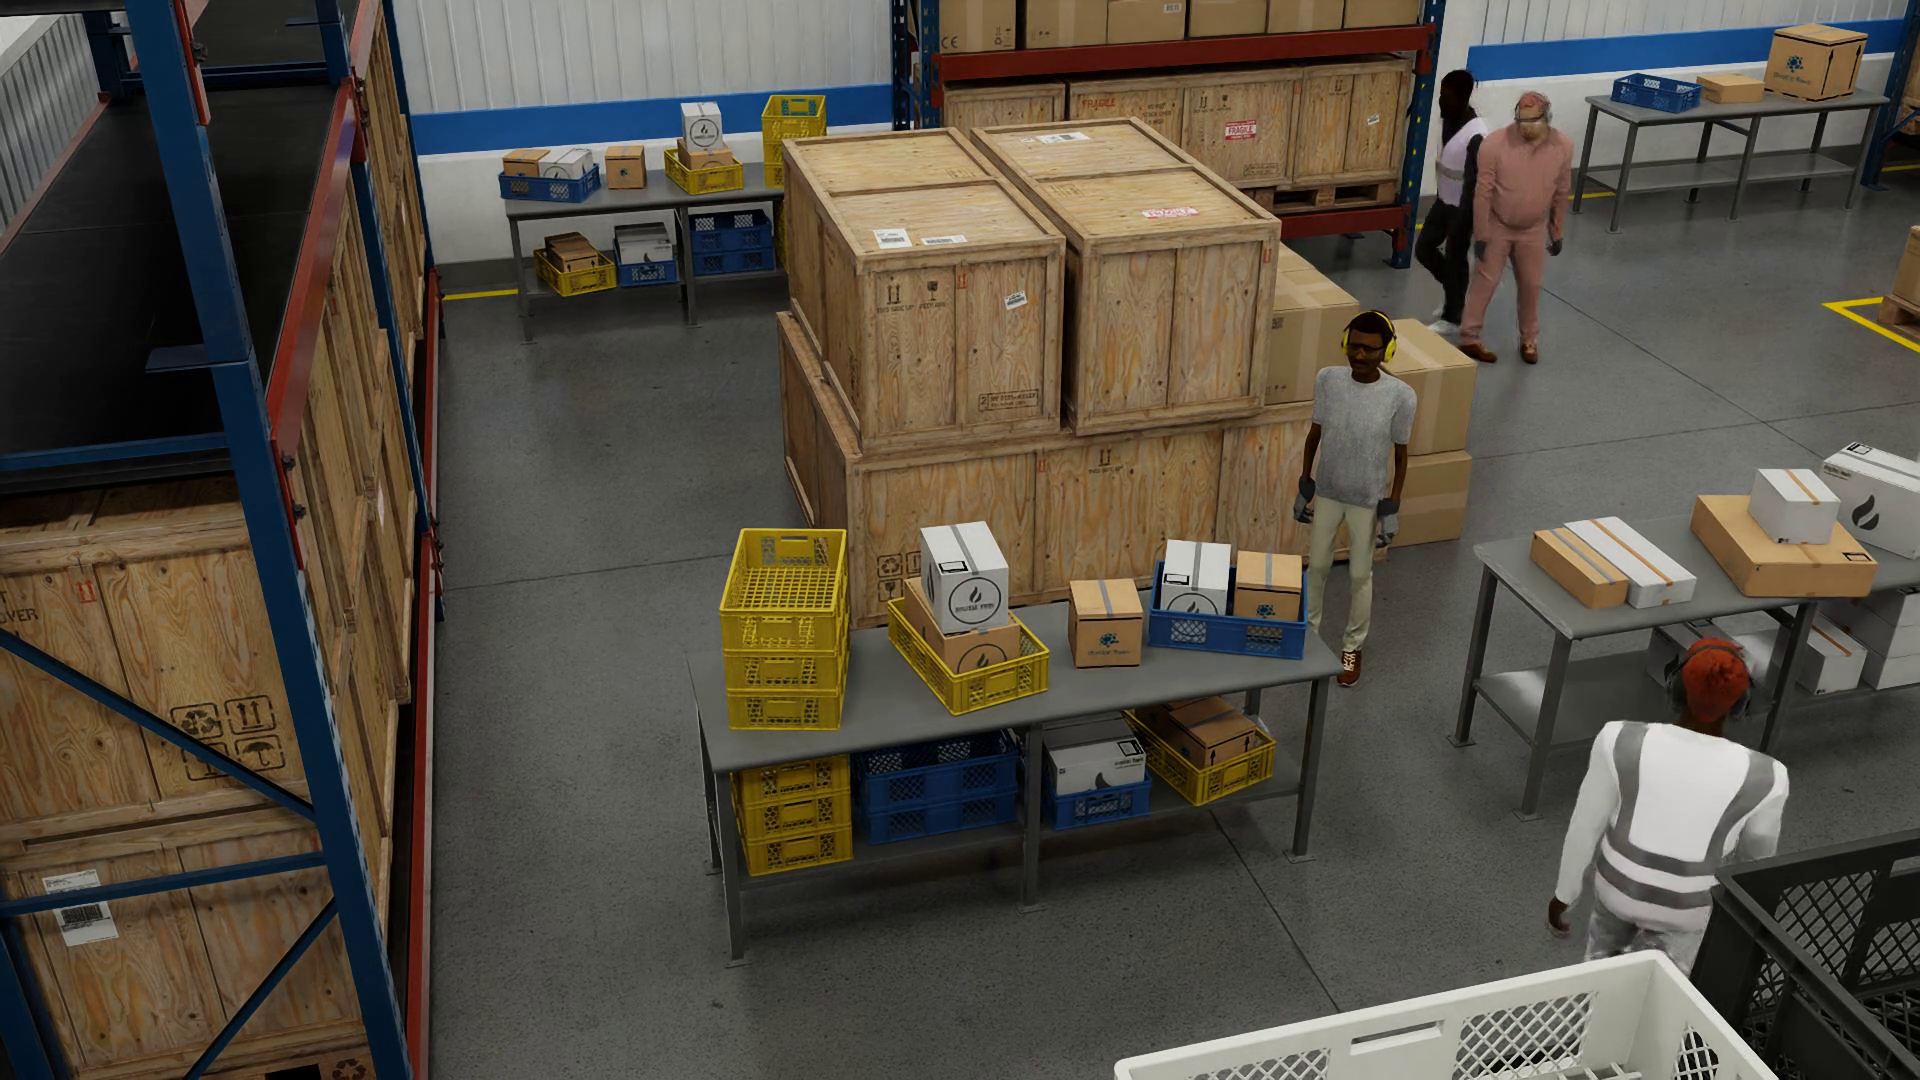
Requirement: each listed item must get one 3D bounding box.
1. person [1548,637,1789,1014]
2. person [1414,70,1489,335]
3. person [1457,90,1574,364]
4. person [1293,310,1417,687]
[{"bbox_3d":[2.310,1.098,5.474,0.602,1.839,0.951,14,32,24],"label":"person"},{"bbox_3d":[3.478,-2.356,11.699,0.460,1.895,0.600,-7,30,-13],"label":"person"},{"bbox_3d":[3.784,-2.121,11.284,0.671,1.892,0.404,-1,29,-2],"label":"person"},{"bbox_3d":[1.815,-0.191,7.785,0.514,1.876,0.328,16,32,26],"label":"person"}]
